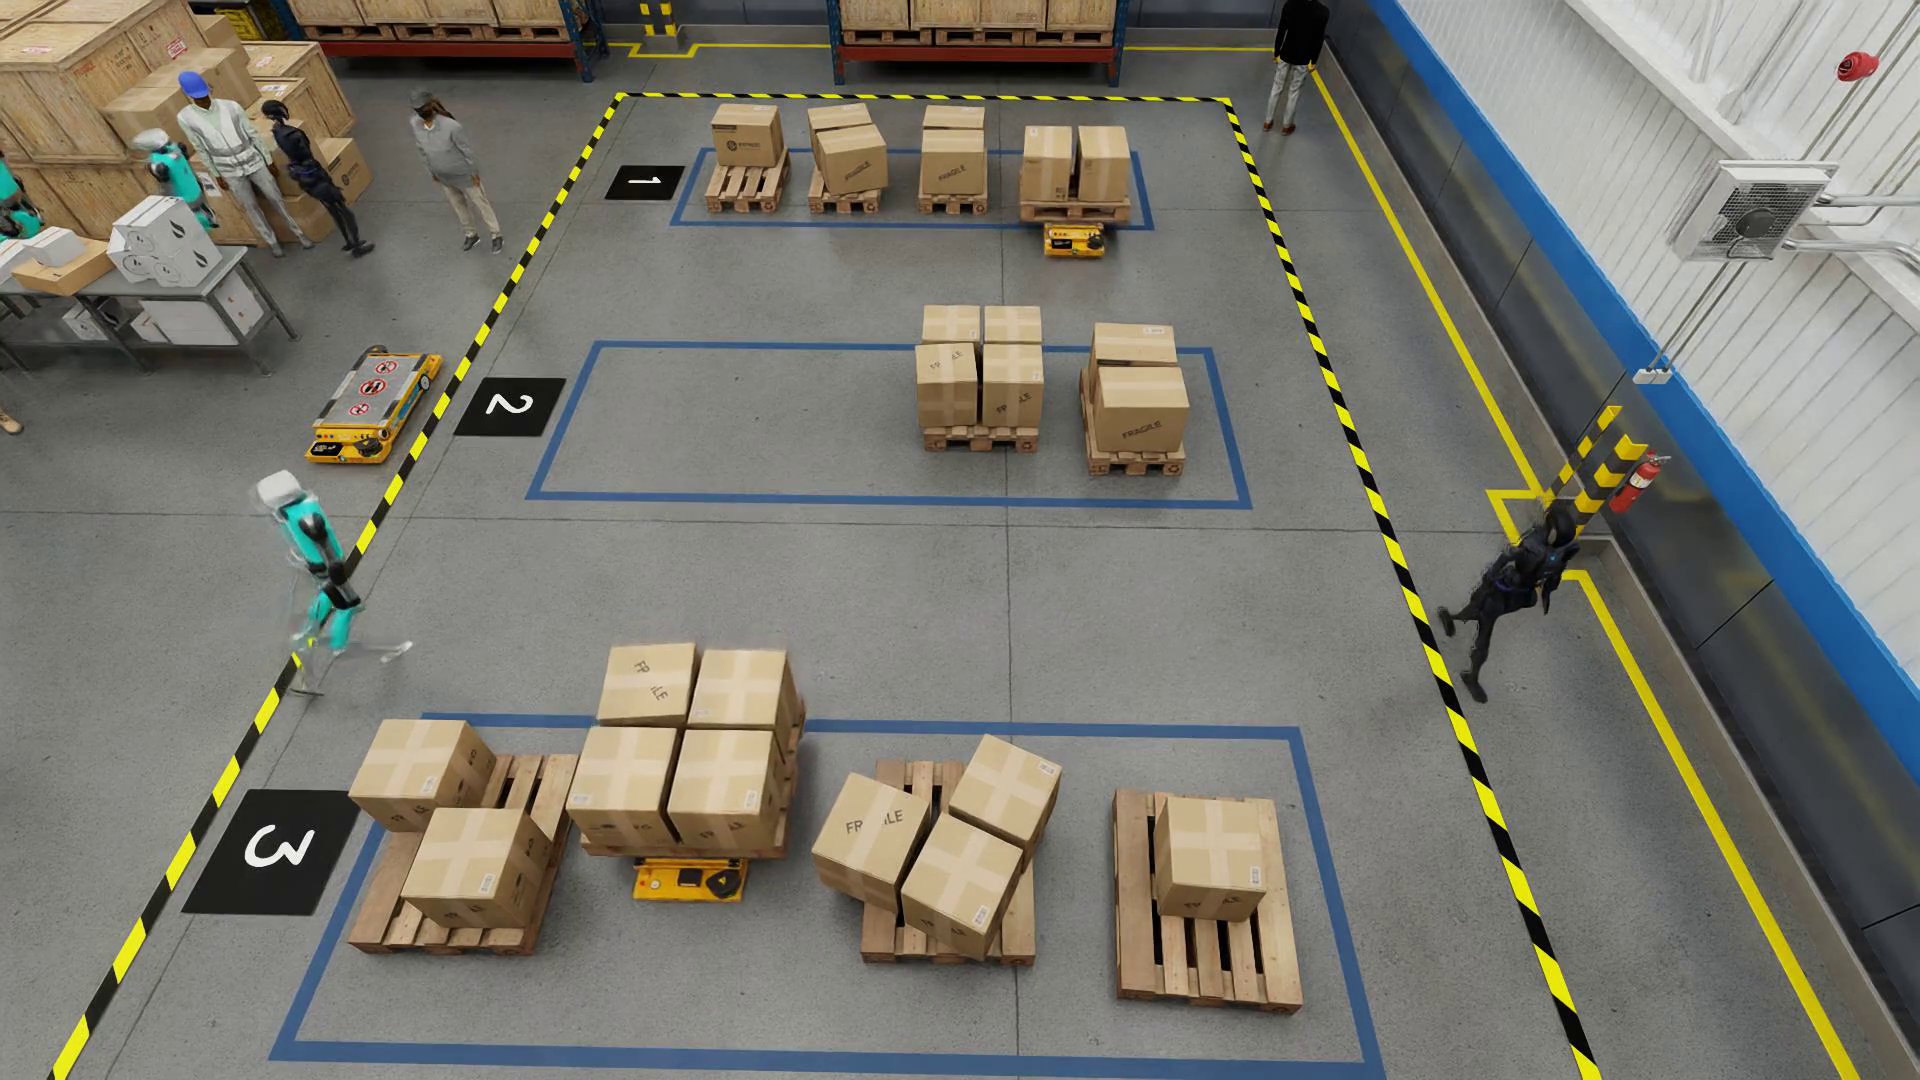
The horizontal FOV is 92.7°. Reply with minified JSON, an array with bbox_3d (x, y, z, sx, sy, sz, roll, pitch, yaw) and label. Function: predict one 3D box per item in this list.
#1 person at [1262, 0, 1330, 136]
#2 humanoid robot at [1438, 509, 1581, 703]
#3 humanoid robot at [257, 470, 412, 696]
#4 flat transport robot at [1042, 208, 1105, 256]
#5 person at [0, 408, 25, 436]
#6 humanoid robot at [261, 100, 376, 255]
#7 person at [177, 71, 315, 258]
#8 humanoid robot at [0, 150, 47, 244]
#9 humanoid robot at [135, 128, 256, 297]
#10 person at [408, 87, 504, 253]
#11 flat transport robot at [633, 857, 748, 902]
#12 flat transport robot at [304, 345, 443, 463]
[{"bbox_3d":[4.173,-6.017,11.401,0.586,1.885,0.362,25,54,20],"label":"person"},{"bbox_3d":[3.715,0.348,6.192,0.607,1.636,0.791,-7,50,-6],"label":"humanoid robot"},{"bbox_3d":[-4.383,0.426,6.069,0.560,1.774,0.978,35,58,26],"label":"humanoid robot"},{"bbox_3d":[1.277,-3.745,10.518,0.652,0.197,1.431,1,50,1],"label":"flat transport robot"},{"bbox_3d":[-8.763,-1.605,7.565,0.371,2.044,0.606,33,57,25],"label":"person"},{"bbox_3d":[-6.809,-3.805,9.662,0.602,1.654,0.328,25,54,20],"label":"humanoid robot"},{"bbox_3d":[-7.499,-3.903,9.578,0.602,1.939,0.412,-31,56,-24],"label":"person"},{"bbox_3d":[-9.473,-3.188,9.100,1.002,1.744,0.554,-6,50,-5],"label":"humanoid robot"},{"bbox_3d":[-7.744,-3.105,9.077,0.885,1.852,0.543,-5,50,-4],"label":"humanoid robot"},{"bbox_3d":[-5.324,-3.886,9.671,0.564,1.769,0.393,7,50,6],"label":"person"},{"bbox_3d":[-1.650,1.607,5.989,0.652,0.197,1.431,1,50,1],"label":"flat transport robot"},{"bbox_3d":[-5.383,-1.269,8.441,0.659,0.231,1.431,1,50,1],"label":"flat transport robot"}]
